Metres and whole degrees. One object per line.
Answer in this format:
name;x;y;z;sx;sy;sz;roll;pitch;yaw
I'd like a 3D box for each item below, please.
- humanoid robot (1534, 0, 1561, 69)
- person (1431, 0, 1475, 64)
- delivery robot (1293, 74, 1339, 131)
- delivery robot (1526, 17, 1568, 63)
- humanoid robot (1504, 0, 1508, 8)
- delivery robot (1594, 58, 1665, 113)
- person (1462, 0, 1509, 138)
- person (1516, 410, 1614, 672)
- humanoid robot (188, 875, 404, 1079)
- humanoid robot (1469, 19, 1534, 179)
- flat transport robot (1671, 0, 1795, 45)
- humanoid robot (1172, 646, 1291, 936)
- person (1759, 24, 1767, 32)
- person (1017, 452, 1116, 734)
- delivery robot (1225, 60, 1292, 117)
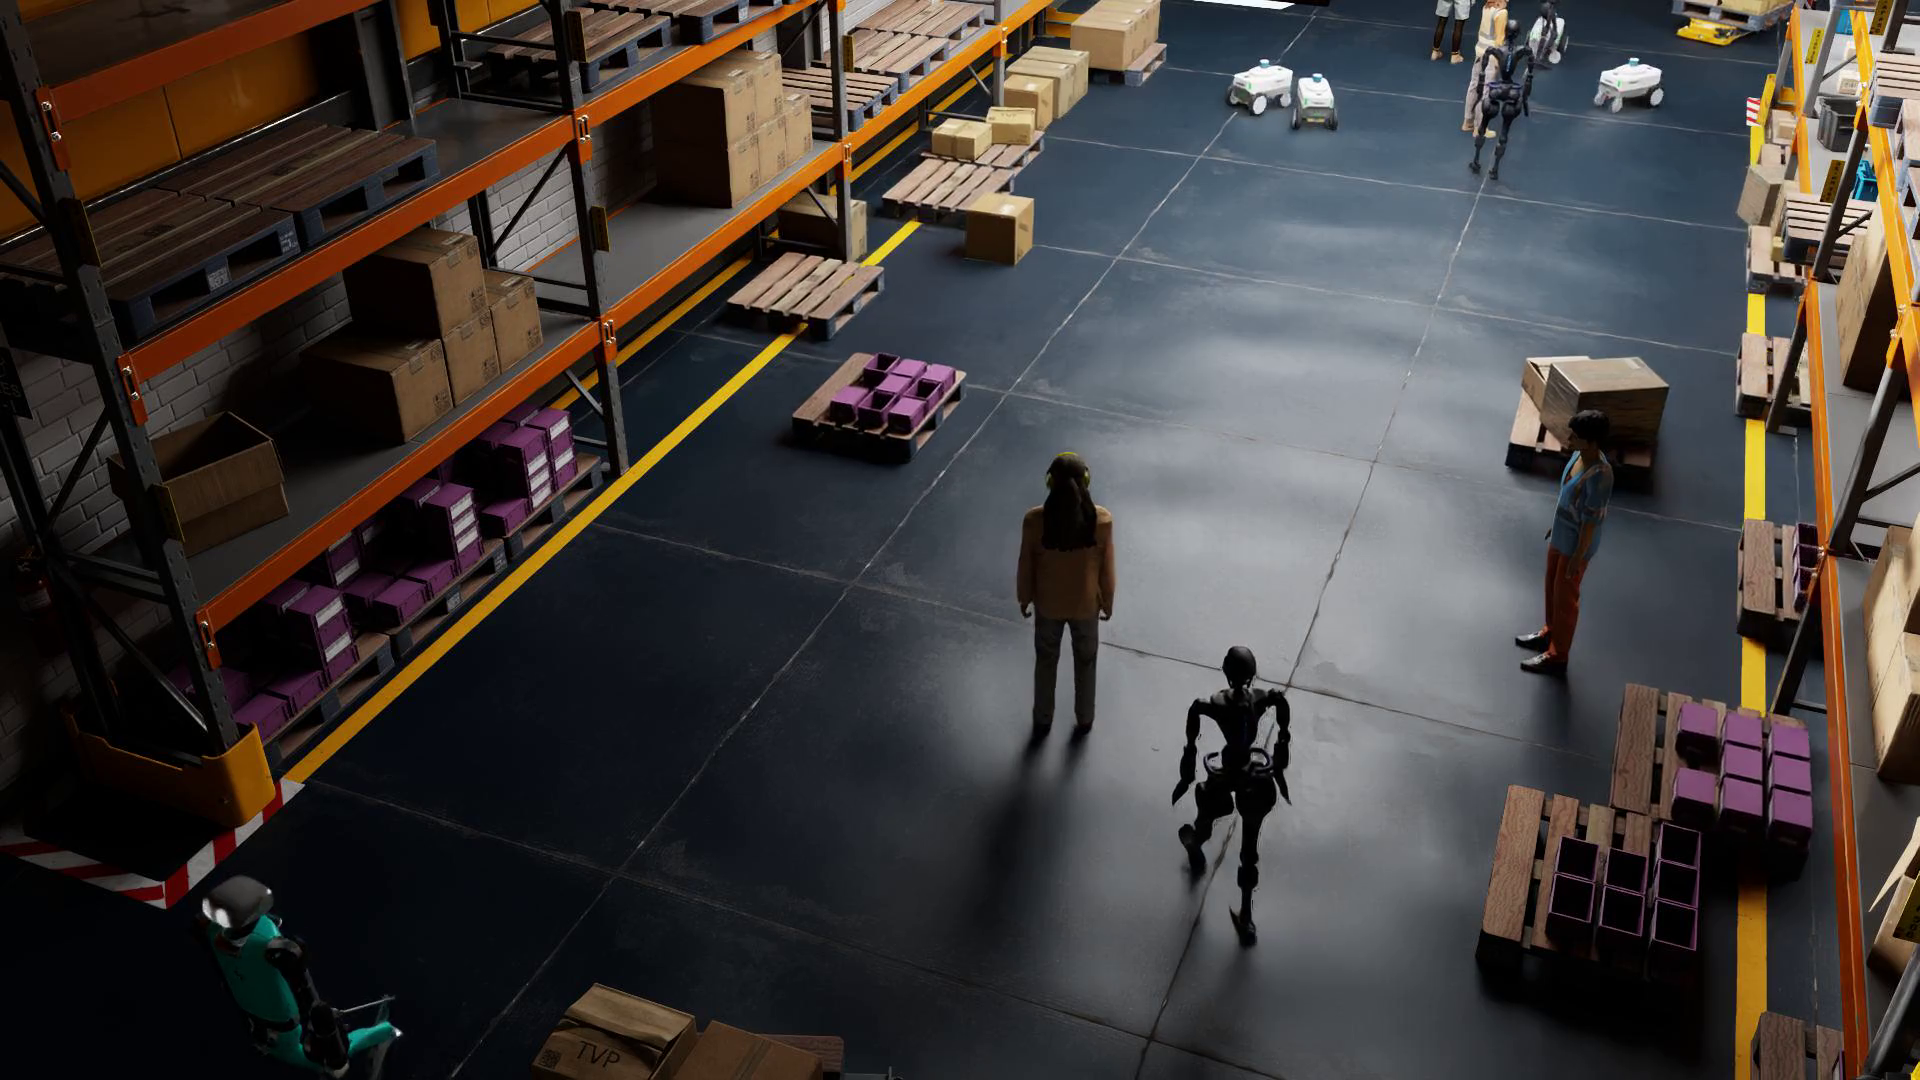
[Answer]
humanoid robot;7.369;-6.729;20.704;0.352;1.655;0.612;8;34;13
person;6.234;-6.849;20.879;0.533;1.692;0.320;24;40;33
delivery robot;4.087;-5.063;19.152;0.499;0.583;0.774;2;33;3
delivery robot;7.524;-6.465;21.322;0.505;0.582;0.741;14;35;20
humanoid robot;7.877;-8.296;23.140;0.533;1.757;1.090;28;42;36
delivery robot;7.933;-5.394;19.680;0.791;0.598;0.499;-15;36;-22
person;5.923;-5.409;18.573;0.323;1.776;0.466;-5;33;-8
person;3.744;0.003;10.216;0.331;1.758;0.506;1;33;2
humanoid robot;-2.733;2.029;7.106;0.551;1.791;0.810;13;35;19
humanoid robot;5.721;-4.666;17.523;0.585;1.640;0.573;5;33;8
flat transport robot;10.280;-6.921;22.303;1.431;0.231;0.659;-27;41;-35
humanoid robot;1.395;1.201;8.473;0.599;1.623;0.776;-4;33;-6
person;10.791;-7.736;22.228;0.540;1.705;0.933;-1;33;-2
person;0.608;0.340;9.600;0.567;1.869;0.411;3;33;5
delivery robot;3.542;-5.335;19.601;0.809;0.611;0.499;-20;38;-27
